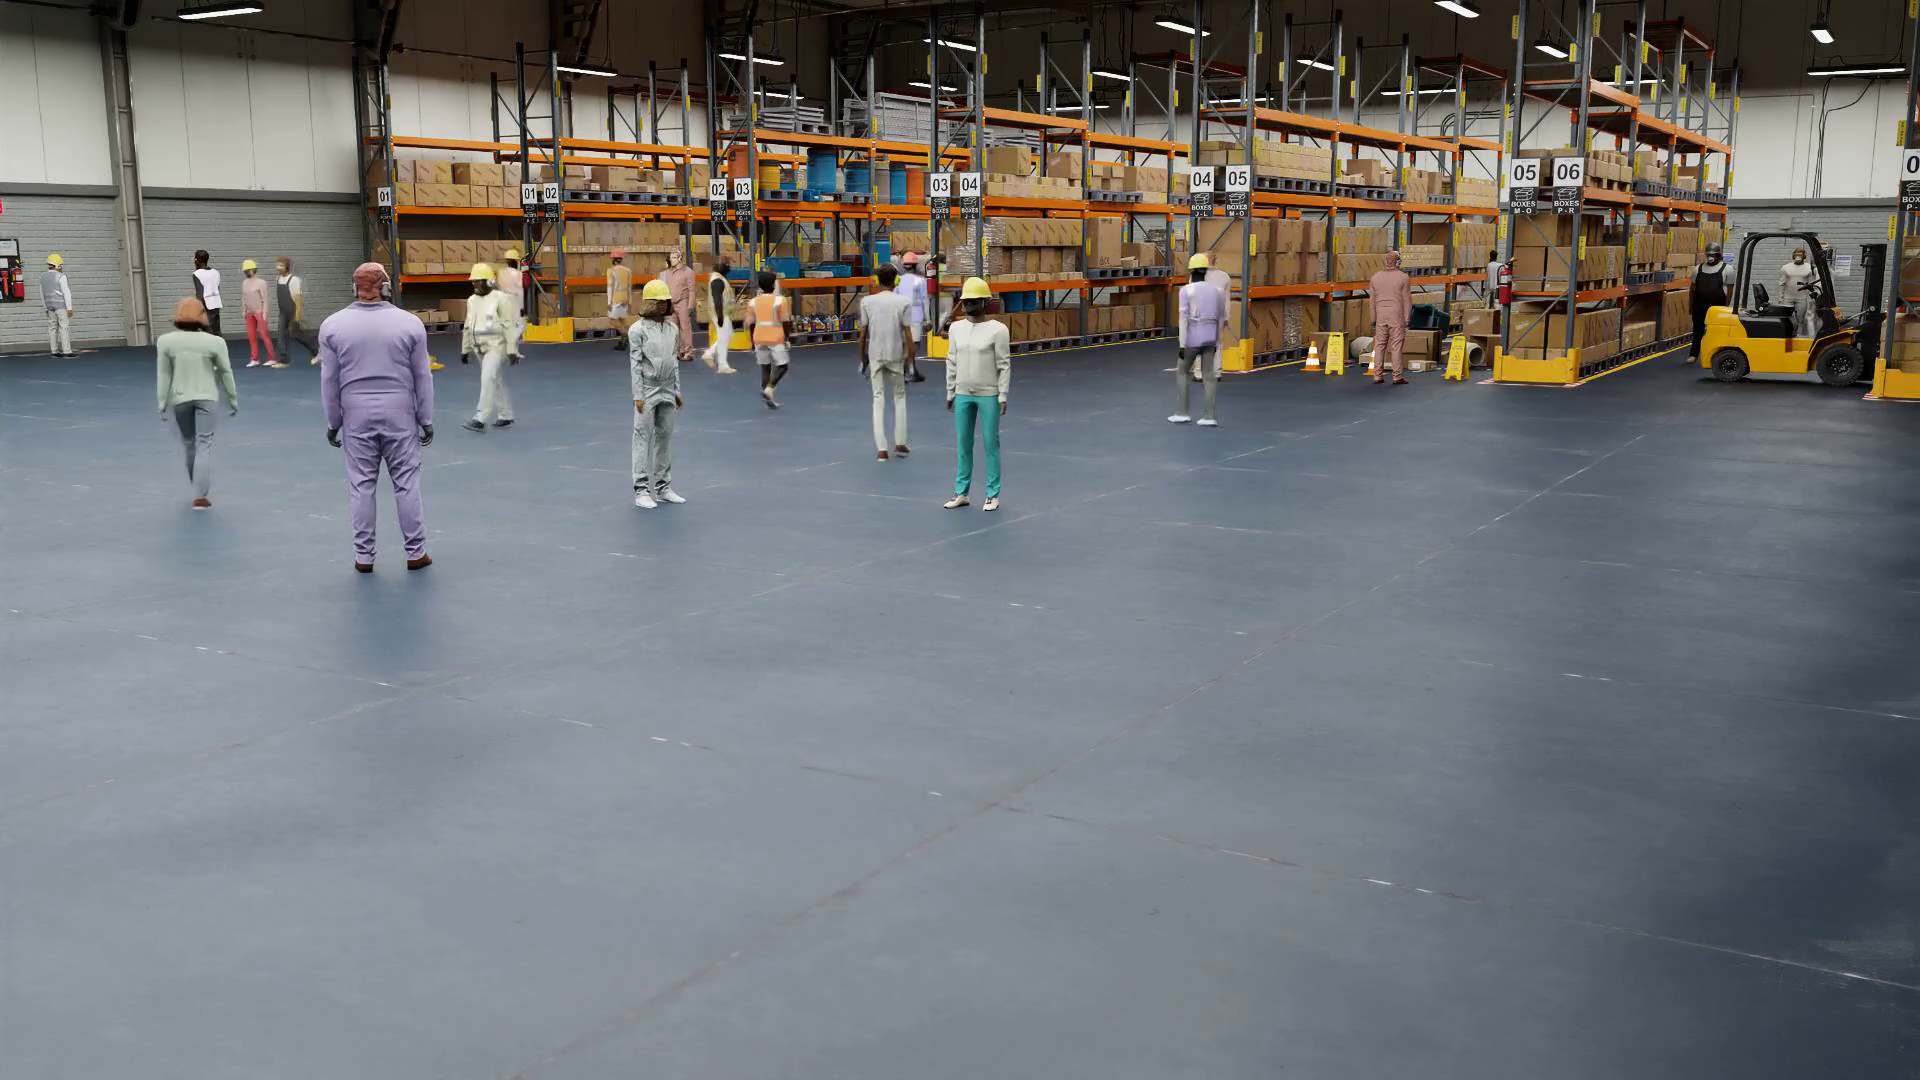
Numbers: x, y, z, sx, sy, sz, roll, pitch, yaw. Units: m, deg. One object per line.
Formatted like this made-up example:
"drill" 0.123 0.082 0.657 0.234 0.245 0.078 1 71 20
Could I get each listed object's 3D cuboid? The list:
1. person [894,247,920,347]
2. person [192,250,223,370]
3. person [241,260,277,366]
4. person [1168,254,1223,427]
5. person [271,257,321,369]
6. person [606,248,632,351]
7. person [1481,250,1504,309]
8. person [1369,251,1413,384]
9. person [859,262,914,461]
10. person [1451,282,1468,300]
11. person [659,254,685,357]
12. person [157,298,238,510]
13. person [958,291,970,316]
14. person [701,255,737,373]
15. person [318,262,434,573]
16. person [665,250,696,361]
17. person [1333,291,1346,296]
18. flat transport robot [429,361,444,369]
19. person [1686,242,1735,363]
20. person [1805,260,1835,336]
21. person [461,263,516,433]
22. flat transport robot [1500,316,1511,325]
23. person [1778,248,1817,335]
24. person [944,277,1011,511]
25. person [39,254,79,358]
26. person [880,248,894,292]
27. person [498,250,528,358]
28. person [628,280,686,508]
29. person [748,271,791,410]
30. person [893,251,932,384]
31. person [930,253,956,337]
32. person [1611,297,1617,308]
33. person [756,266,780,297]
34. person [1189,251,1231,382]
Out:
"person" -1.047 -4.712 32.370 0.627 1.941 0.374 4 11 20
"person" -12.052 -3.684 26.668 0.398 1.920 0.588 2 10 9
"person" -11.622 -3.722 27.413 0.563 1.739 0.391 5 11 25
"person" 2.625 -2.226 18.551 0.612 1.894 0.788 -5 11 -26
"person" -10.858 -3.702 27.090 0.514 1.821 0.829 5 11 28
"person" -6.385 -4.508 31.263 0.507 1.922 0.560 8 13 39
"person" 12.591 -5.917 39.353 0.512 1.860 0.331 3 10 14
"person" 6.216 -3.194 23.954 0.641 1.909 0.409 8 13 39
"person" -0.696 -1.683 15.675 0.543 1.840 0.764 1 10 4
"person" 12.582 -6.462 42.083 0.553 1.962 0.756 -3 10 -15
"person" -5.128 -4.121 29.374 0.507 1.837 0.792 4 11 20
"person" -5.872 -1.064 12.870 0.532 1.592 0.809 -2 10 -10
"person" 0.240 -4.866 32.937 0.605 2.045 0.377 3 11 16
"person" -3.738 -3.506 25.907 0.495 1.832 0.646 -1 10 -3
"person" -3.584 -0.751 10.280 0.649 1.904 0.401 -3 10 -14
"person" -4.848 -4.024 28.608 0.651 1.906 0.402 7 12 33
"person" 8.263 -5.319 36.471 0.559 1.681 0.469 -1 10 -6
"flat transport robot" -8.920 -2.767 26.144 0.652 0.197 1.431 8 13 37
"person" 12.590 -3.975 27.955 0.688 2.000 0.536 8 13 38
"person" 16.673 -4.665 32.390 0.589 1.850 0.955 4 11 20
"person" -5.156 -2.050 17.846 0.627 1.794 0.855 7 12 34
"flat transport robot" 13.157 -5.399 40.885 0.652 0.197 1.431 -1 10 -5
"person" 15.725 -4.520 31.295 0.628 1.940 0.373 6 12 31
"person" 0.127 -1.099 12.614 0.525 1.769 0.327 5 11 28
"person" -15.874 -4.110 29.293 0.602 1.830 0.404 3 11 18
"person" -1.814 -6.241 40.976 0.599 1.926 0.636 -9 14 -42
"person" -7.839 -4.116 29.104 0.604 1.910 0.464 7 12 33
"person" -2.326 -1.126 12.827 0.309 1.744 0.485 8 13 36
"person" -2.329 -2.406 20.142 0.554 1.685 0.458 4 11 21
"person" -0.734 -3.197 23.961 0.544 1.914 0.870 6 12 31
"person" -0.395 -5.237 35.630 0.636 1.823 0.578 6 12 32
"person" 16.225 -6.307 41.257 0.635 1.947 0.424 -5 11 -27
"person" -3.642 -4.296 31.004 0.504 1.600 0.818 10 14 43
"person" 3.628 -3.268 24.367 0.653 1.906 0.408 -2 10 -11
